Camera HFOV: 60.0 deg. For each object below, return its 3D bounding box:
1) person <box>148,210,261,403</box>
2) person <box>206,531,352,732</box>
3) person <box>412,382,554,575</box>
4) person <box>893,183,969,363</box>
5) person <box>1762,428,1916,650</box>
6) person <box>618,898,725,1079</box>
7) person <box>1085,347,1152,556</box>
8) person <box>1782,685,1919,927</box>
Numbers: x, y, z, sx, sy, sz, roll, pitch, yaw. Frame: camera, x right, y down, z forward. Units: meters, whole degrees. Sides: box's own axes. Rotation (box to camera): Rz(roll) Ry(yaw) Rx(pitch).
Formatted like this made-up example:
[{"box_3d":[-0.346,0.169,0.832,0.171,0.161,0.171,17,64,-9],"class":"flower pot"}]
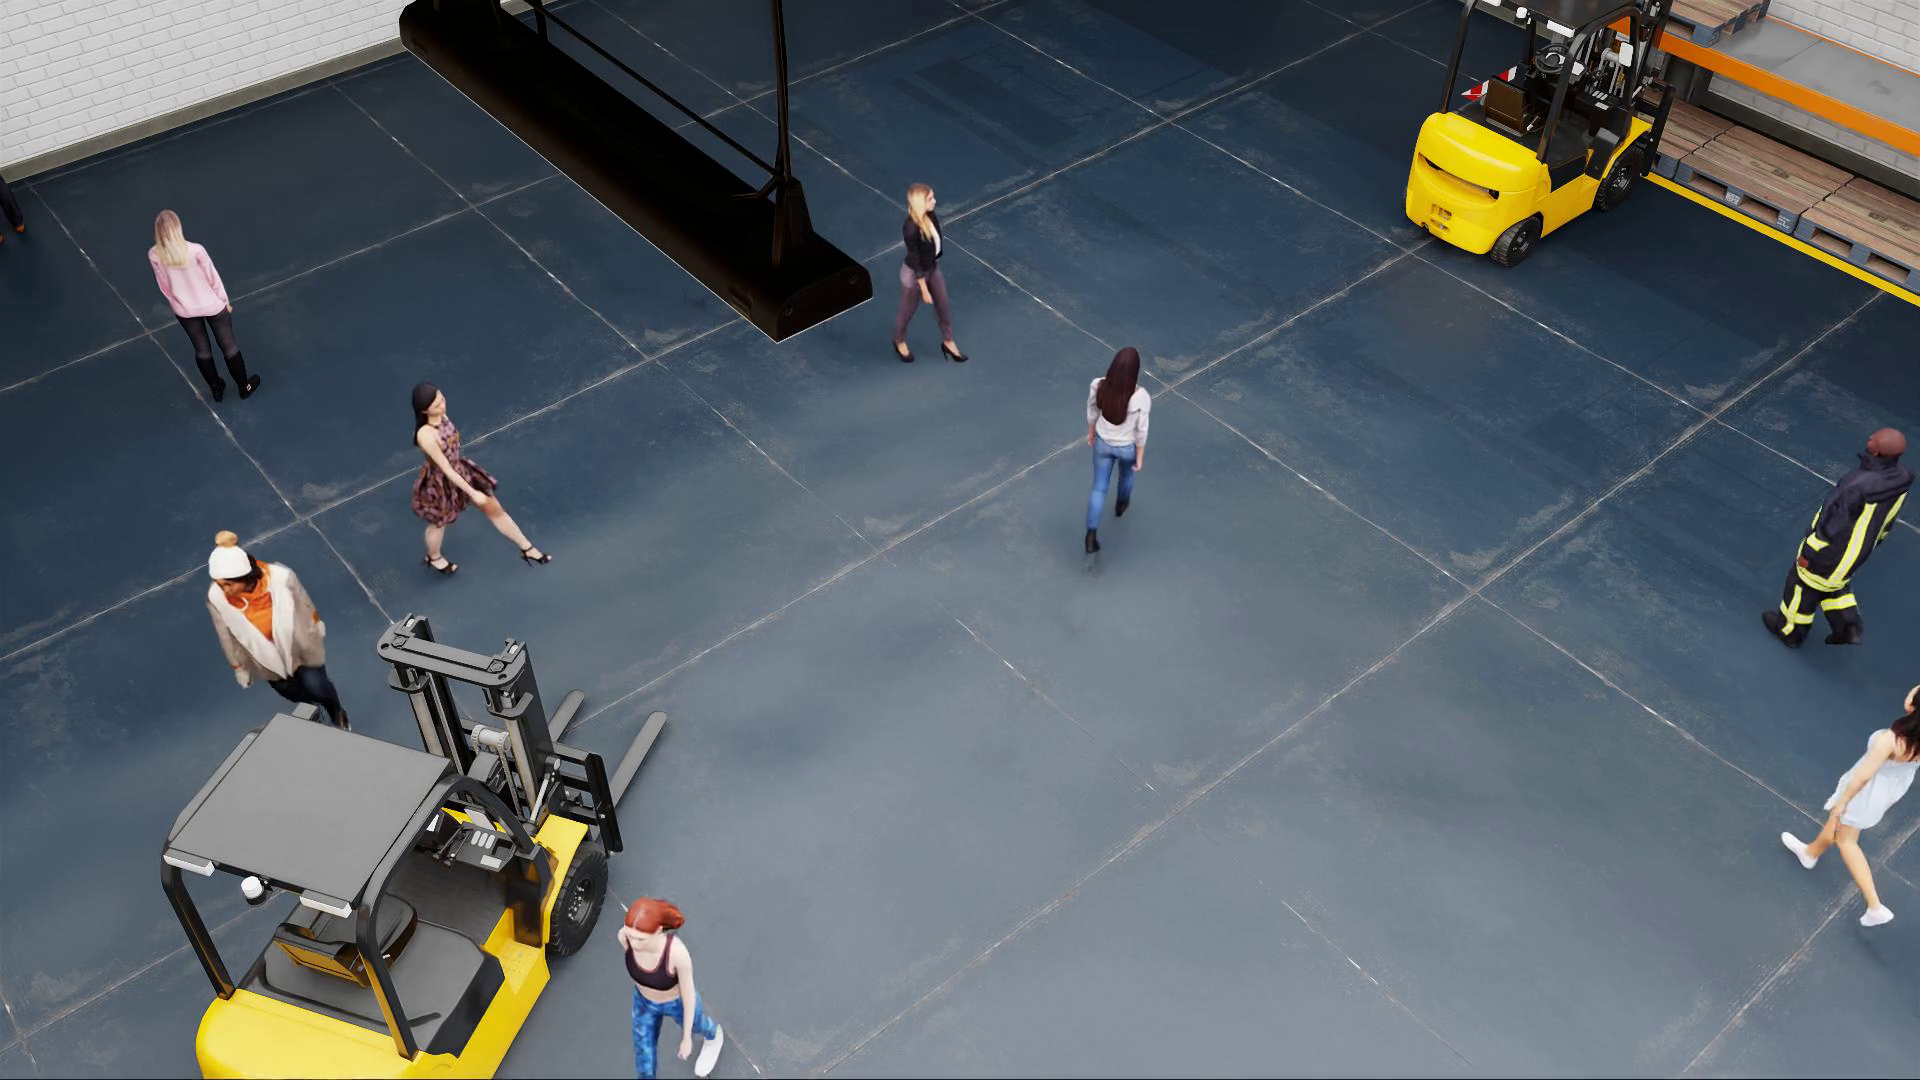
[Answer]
[{"box_3d":[-5.807,-1.779,12.698,0.686,1.689,0.712,-4,44,-4],"class":"person"},{"box_3d":[-4.137,0.538,10.135,0.837,1.869,0.894,-21,47,-20],"class":"person"},{"box_3d":[-3.519,-0.335,11.154,1.156,1.727,1.136,-1,44,-1],"class":"person"},{"box_3d":[-0.402,-2.068,13.030,0.957,1.648,0.811,19,47,19],"class":"person"},{"box_3d":[5.733,0.056,10.685,0.865,1.809,0.981,-18,47,-18],"class":"person"},{"box_3d":[-1.416,2.302,8.382,1.164,1.732,1.033,14,45,14],"class":"person"},{"box_3d":[1.052,-0.595,11.520,1.087,1.598,1.004,14,45,14],"class":"person"},{"box_3d":[5.144,1.466,9.275,0.807,1.711,1.111,-14,45,-14],"class":"person"}]
